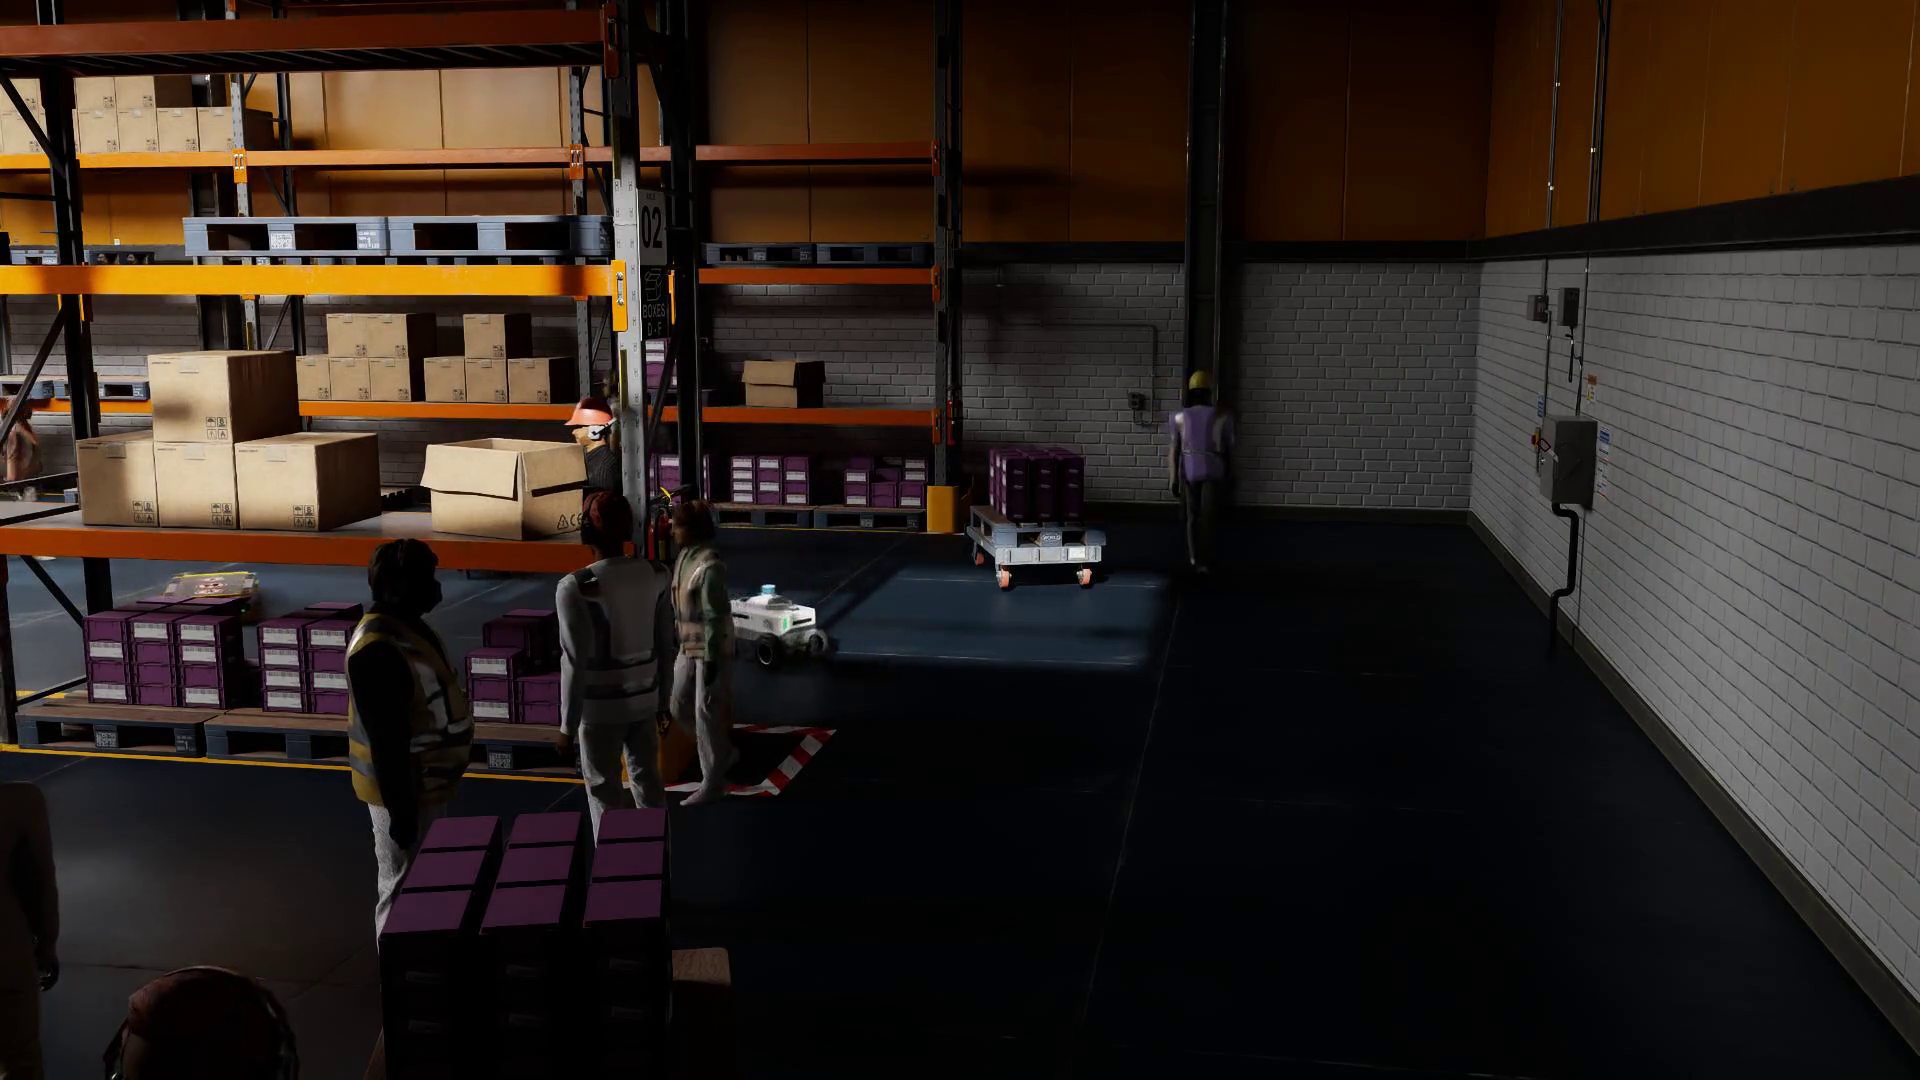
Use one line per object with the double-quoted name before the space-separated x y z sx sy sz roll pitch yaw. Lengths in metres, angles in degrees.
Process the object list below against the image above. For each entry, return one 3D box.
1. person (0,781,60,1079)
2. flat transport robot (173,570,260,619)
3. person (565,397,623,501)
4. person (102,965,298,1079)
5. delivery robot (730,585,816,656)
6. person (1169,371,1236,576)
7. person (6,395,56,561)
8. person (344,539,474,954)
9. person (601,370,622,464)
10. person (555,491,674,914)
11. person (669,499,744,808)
"person" -2.829 1.226 4.732 0.500 1.636 0.286 -8 12 -40
"flat transport robot" -6.177 0.454 13.740 0.652 0.197 1.431 -3 10 -20
"person" -2.330 0.075 10.758 0.381 1.994 0.617 -3 9 -15
"person" -0.987 1.489 2.246 0.649 1.912 0.409 3 10 19
"delivery robot" -1.365 0.563 11.897 0.707 0.478 0.477 8 12 41
"person" 2.250 -0.627 15.488 0.596 1.884 0.952 3 10 20
"person" -9.049 -0.590 16.033 0.454 1.620 0.524 -2 9 -12
"person" -1.992 0.906 6.085 0.429 1.844 0.624 -2 9 -10
"person" -3.364 -0.772 16.520 0.499 1.842 0.535 1 9 5
"person" -1.457 0.726 7.063 0.337 1.882 0.585 8 12 40
"person" -1.354 0.592 8.683 0.372 1.623 0.529 -5 11 -30
